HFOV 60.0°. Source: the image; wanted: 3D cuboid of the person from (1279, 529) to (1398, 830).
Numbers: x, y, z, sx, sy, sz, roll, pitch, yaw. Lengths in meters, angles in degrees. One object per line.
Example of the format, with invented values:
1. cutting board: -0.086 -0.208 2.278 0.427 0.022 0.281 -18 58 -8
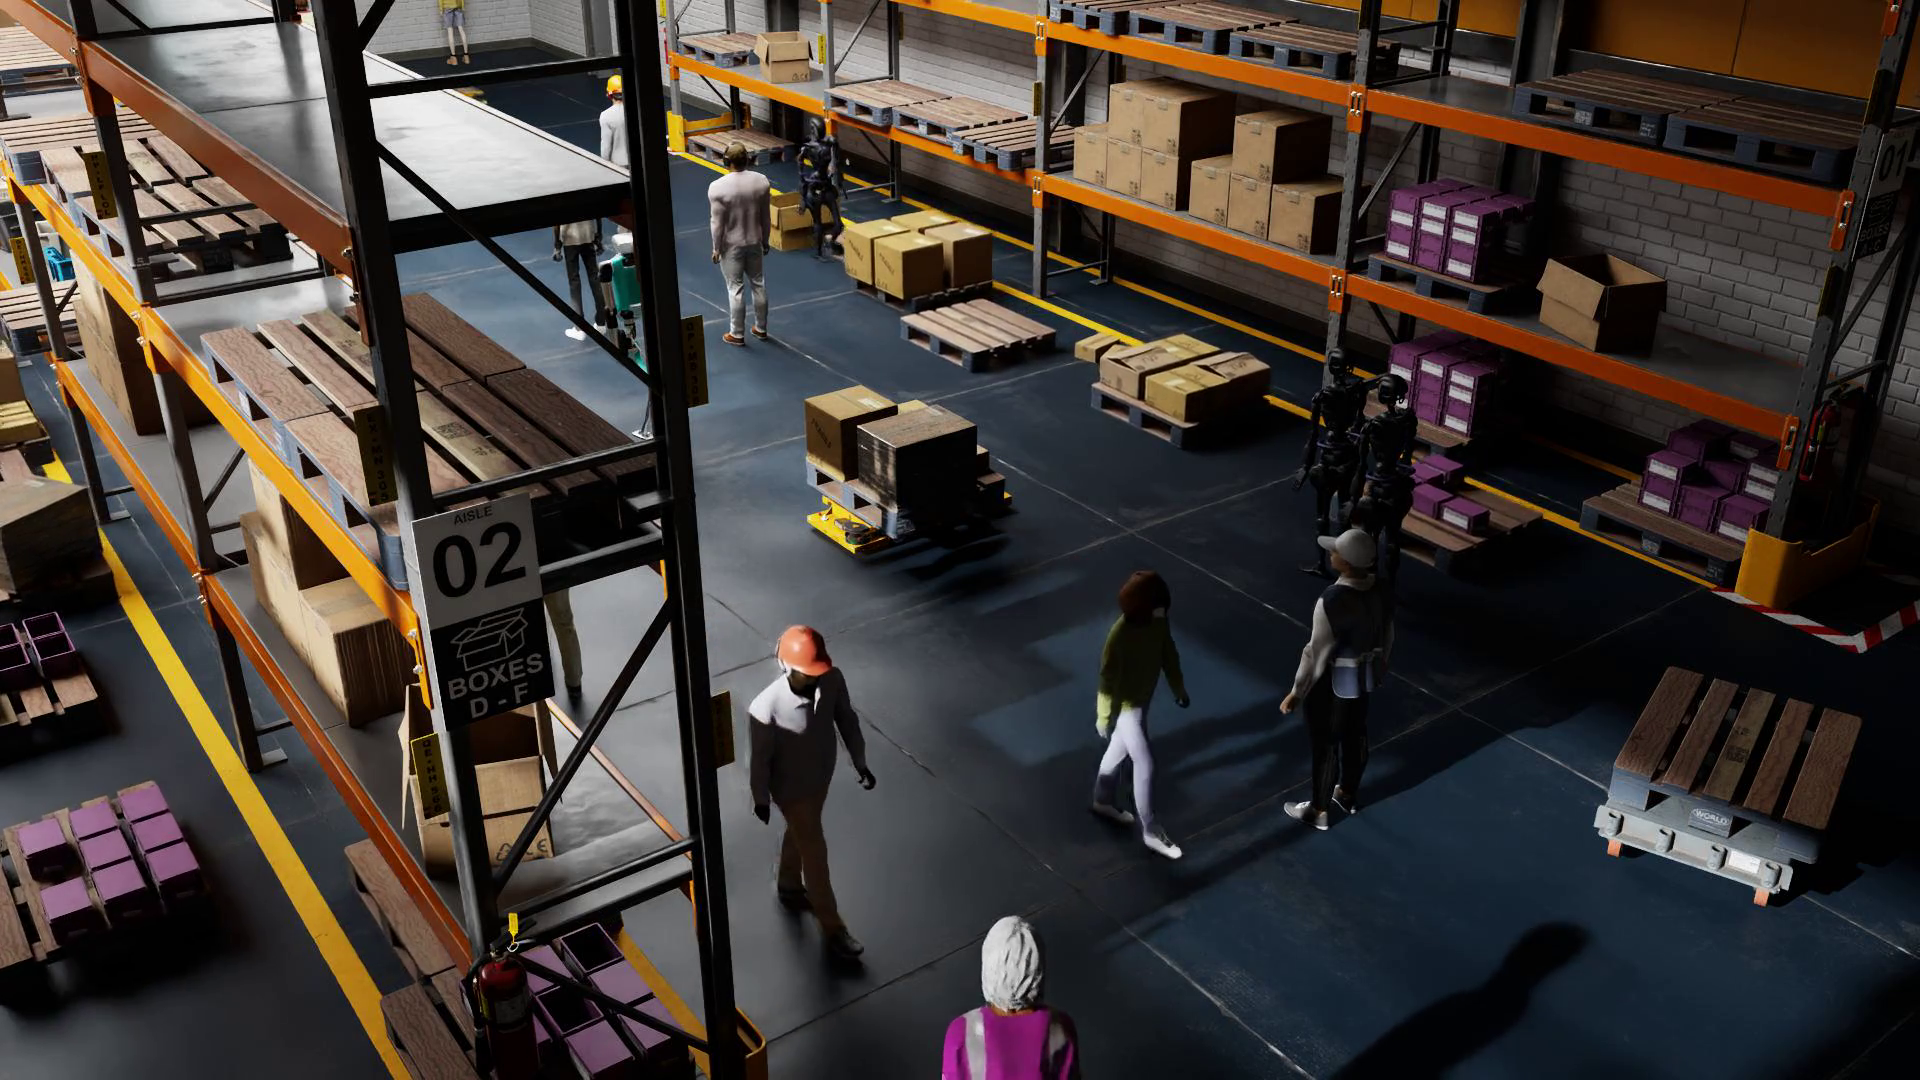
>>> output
1. person: 2.037 0.741 8.852 0.768 1.758 0.408 -18 32 -32

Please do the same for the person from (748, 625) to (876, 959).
1. person: -0.667 1.176 8.026 0.820 1.714 0.580 19 32 33

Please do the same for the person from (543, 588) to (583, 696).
1. person: -2.539 0.187 9.960 0.571 1.750 0.329 -18 32 -32

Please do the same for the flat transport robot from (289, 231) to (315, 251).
1. flat transport robot: -7.387 -3.201 18.354 0.659 0.231 1.431 -9 28 -18

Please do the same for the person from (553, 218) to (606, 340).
1. person: -3.641 -2.834 15.848 0.527 1.865 0.319 -18 32 -32

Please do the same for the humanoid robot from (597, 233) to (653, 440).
1. humanoid robot: -2.493 -1.584 13.355 0.533 1.677 0.735 -18 32 -32

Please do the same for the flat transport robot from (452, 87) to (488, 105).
1. flat transport robot: -7.869 -6.860 25.632 0.659 0.231 1.431 -18 32 -32

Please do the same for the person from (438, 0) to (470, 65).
1. person: -8.582 -9.009 28.104 0.485 1.890 0.378 -18 32 -32

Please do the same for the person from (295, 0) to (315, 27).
1. person: -9.408 -6.958 24.076 0.632 1.842 0.429 -18 32 -32

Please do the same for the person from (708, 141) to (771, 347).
1. person: -2.061 -2.783 15.666 0.634 1.938 0.363 -18 32 -32

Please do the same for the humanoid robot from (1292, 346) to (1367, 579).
1. humanoid robot: 2.578 -0.546 11.490 0.599 1.657 0.315 -18 32 -32

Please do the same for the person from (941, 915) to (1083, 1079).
1. person: 0.195 2.217 5.885 0.535 1.802 0.698 -7 27 -13

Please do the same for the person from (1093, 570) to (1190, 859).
1. person: 1.002 0.888 8.722 0.739 1.602 0.518 18 32 31

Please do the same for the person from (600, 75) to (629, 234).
1. person: -3.743 -4.218 18.569 0.580 1.895 0.355 -18 32 -32

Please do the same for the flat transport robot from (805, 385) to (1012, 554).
1. flat transport robot: -0.370 -0.266 12.517 1.431 0.231 0.659 -18 32 -32

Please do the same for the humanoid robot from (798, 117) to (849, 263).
1. humanoid robot: -1.498 -3.775 17.944 0.630 1.626 0.483 -20 33 -34

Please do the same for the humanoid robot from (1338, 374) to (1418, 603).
1. humanoid robot: 2.794 -0.309 11.018 0.599 1.657 0.315 -18 32 -32
